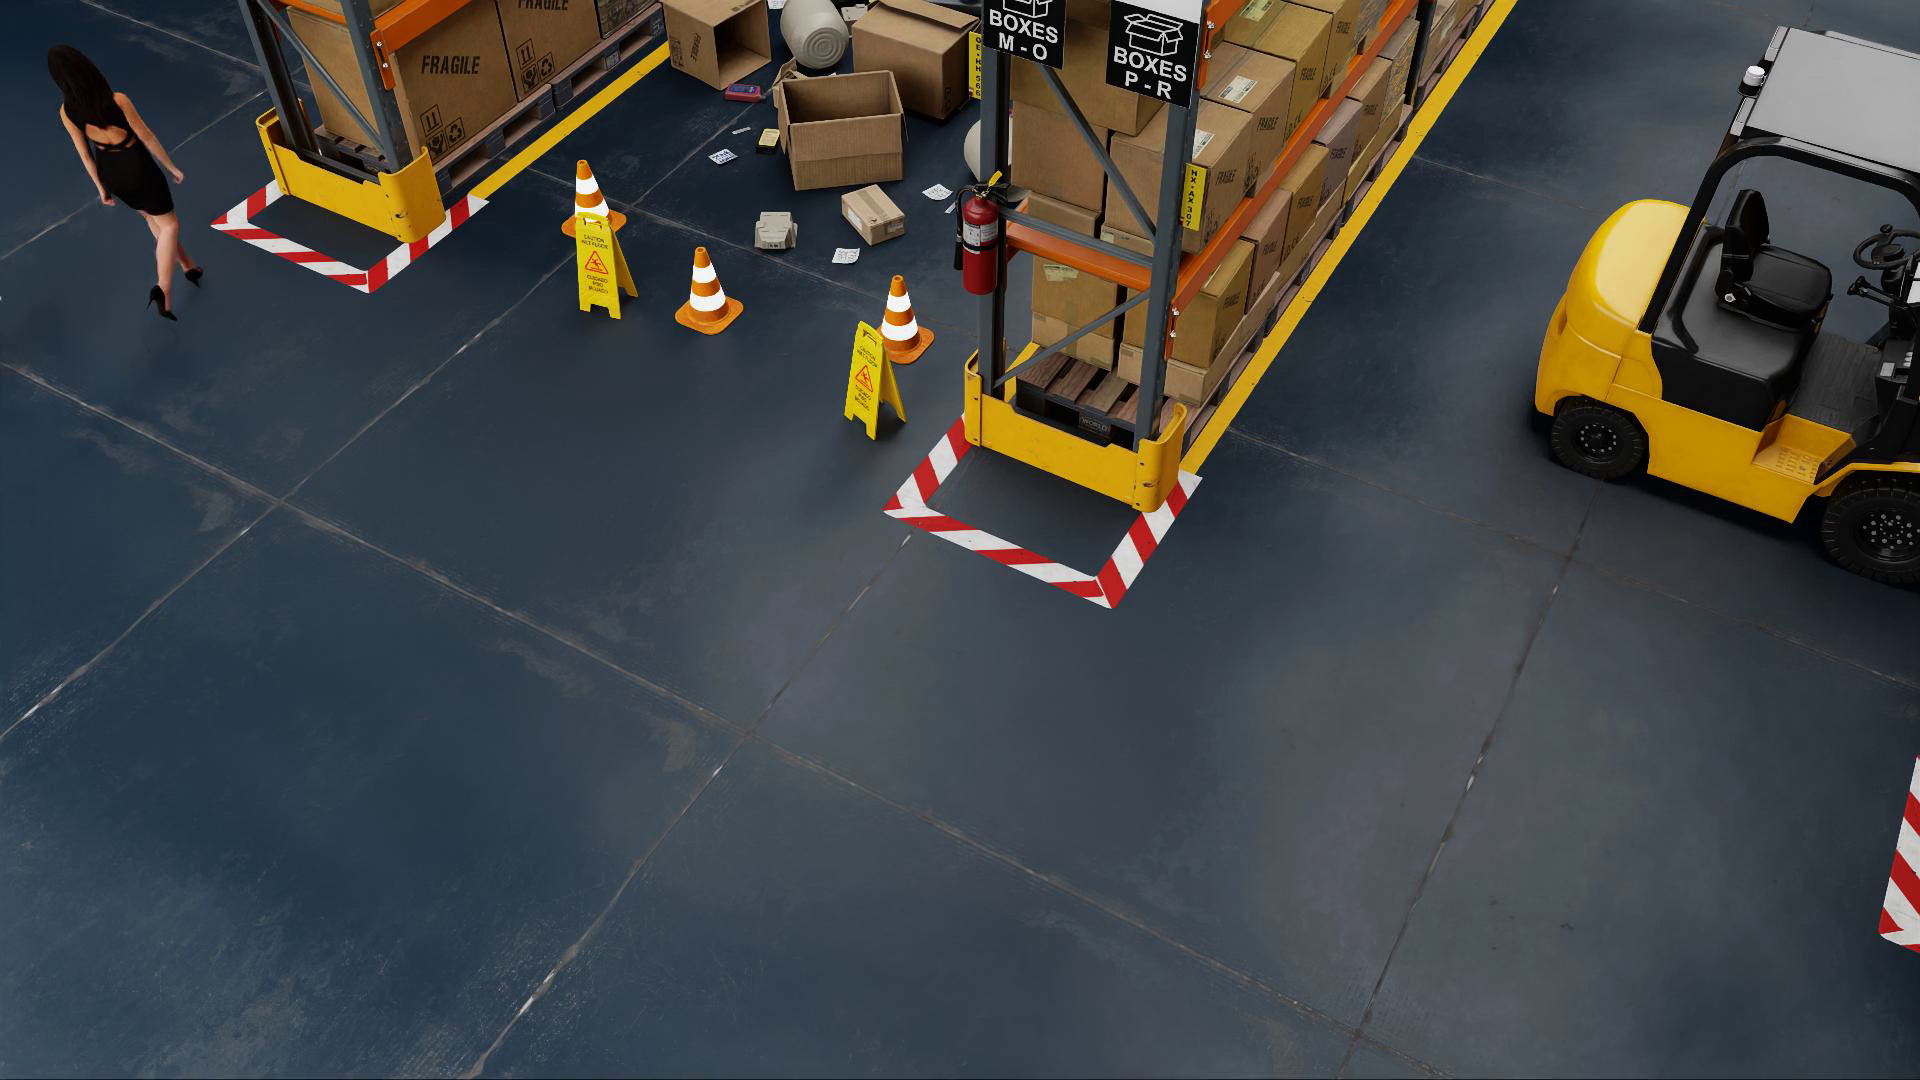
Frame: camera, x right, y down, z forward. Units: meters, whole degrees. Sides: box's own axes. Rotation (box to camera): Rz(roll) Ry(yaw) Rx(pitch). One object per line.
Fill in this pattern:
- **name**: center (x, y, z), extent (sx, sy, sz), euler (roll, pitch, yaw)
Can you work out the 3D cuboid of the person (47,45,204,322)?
- **person**: center (-4.616, -1.939, 9.266), extent (0.920, 1.611, 1.035), euler (0, 47, 0)
